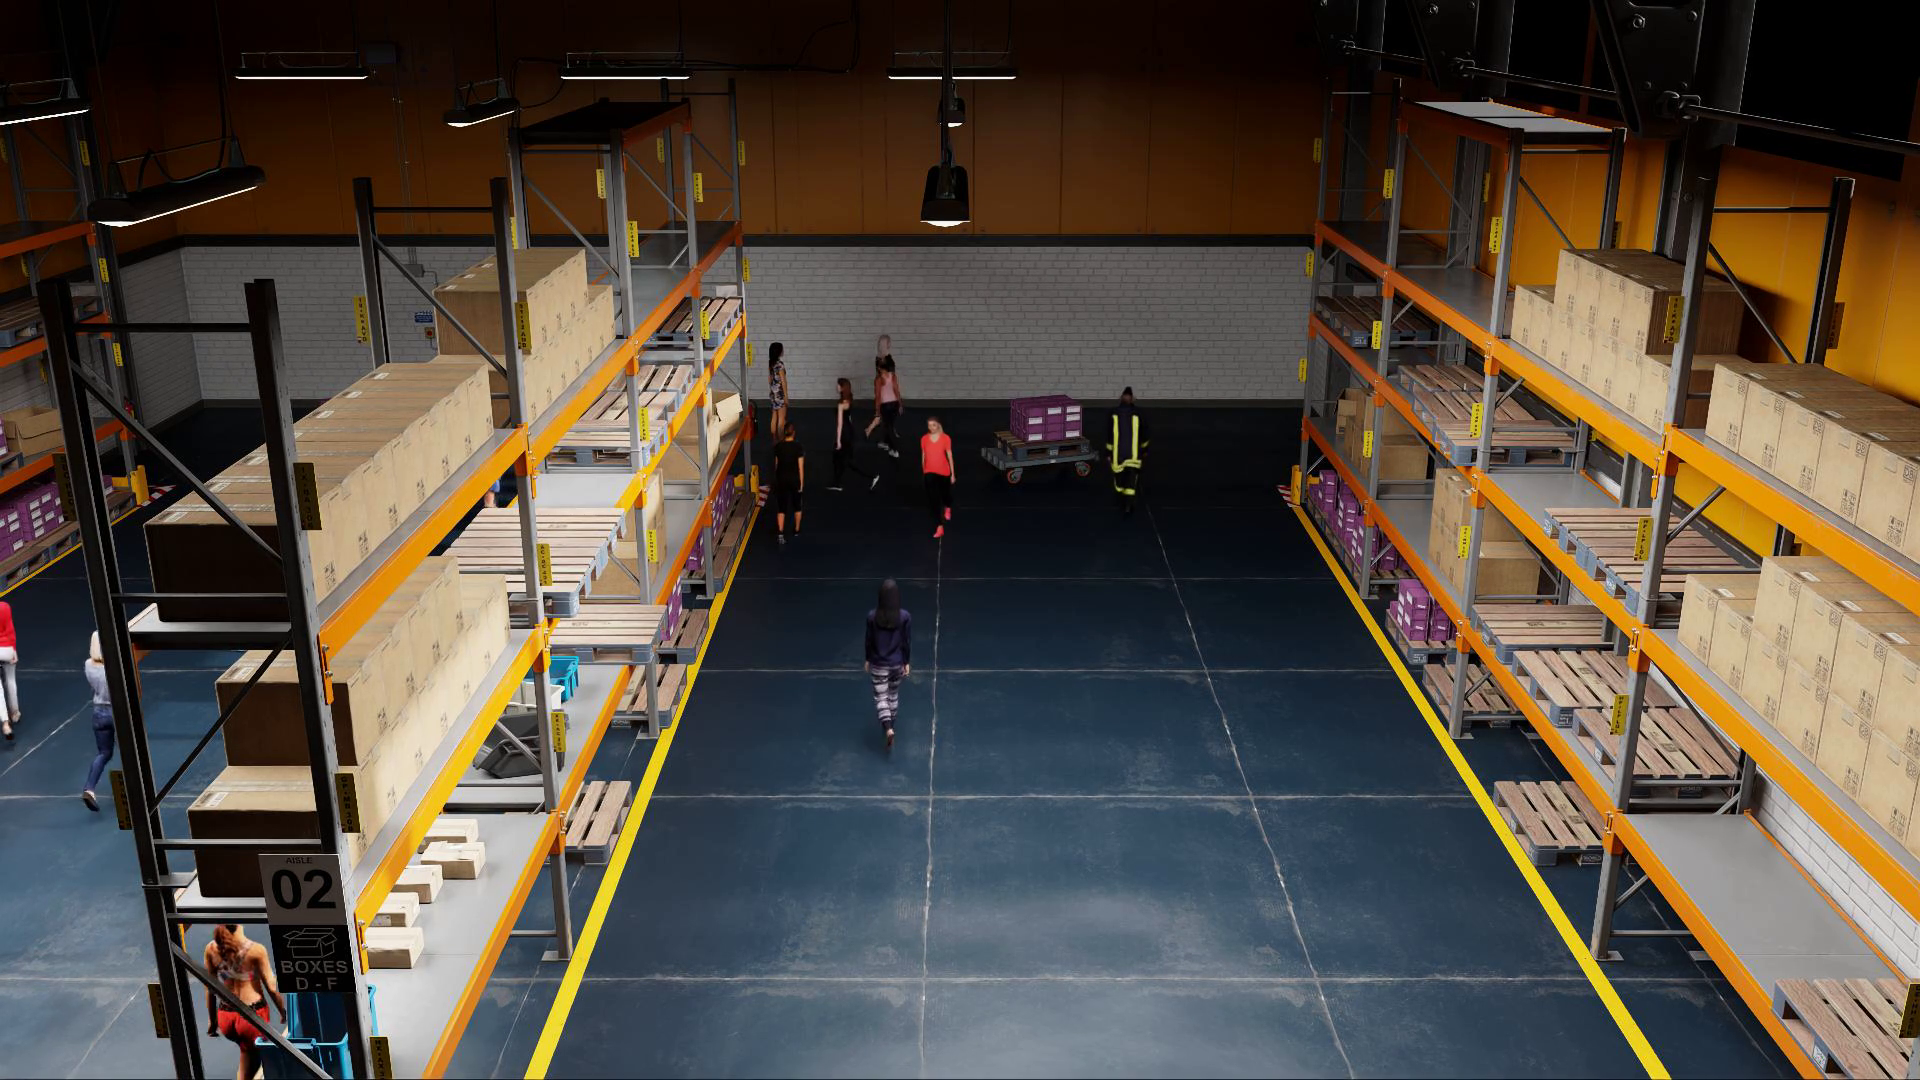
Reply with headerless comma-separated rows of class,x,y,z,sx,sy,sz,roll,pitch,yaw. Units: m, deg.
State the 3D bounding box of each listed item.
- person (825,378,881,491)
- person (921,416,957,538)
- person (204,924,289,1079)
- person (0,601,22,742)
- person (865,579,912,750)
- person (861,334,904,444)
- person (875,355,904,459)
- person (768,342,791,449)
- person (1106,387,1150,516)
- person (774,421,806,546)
person,-1.597,-1.524,24.547,0.781,1.719,1.057,3,19,9
person,-0.285,-0.895,22.767,0.786,1.664,1.080,3,19,10
person,-4.615,3.139,10.628,0.721,1.765,1.062,3,19,9
person,-9.591,1.200,16.556,0.908,1.657,1.169,-10,21,-28
person,-0.714,1.231,16.373,0.730,1.715,1.003,-3,19,-10
person,-1.270,-2.406,27.041,0.994,1.800,1.080,-11,22,-30
person,-1.088,-2.105,26.393,0.915,1.642,0.999,-13,22,-33
person,-2.951,-2.344,26.955,0.737,1.735,0.645,-13,22,-33
person,2.361,-1.235,23.524,0.896,1.824,1.205,4,19,10
person,-2.322,-0.748,22.364,0.611,1.642,1.044,1,19,2
